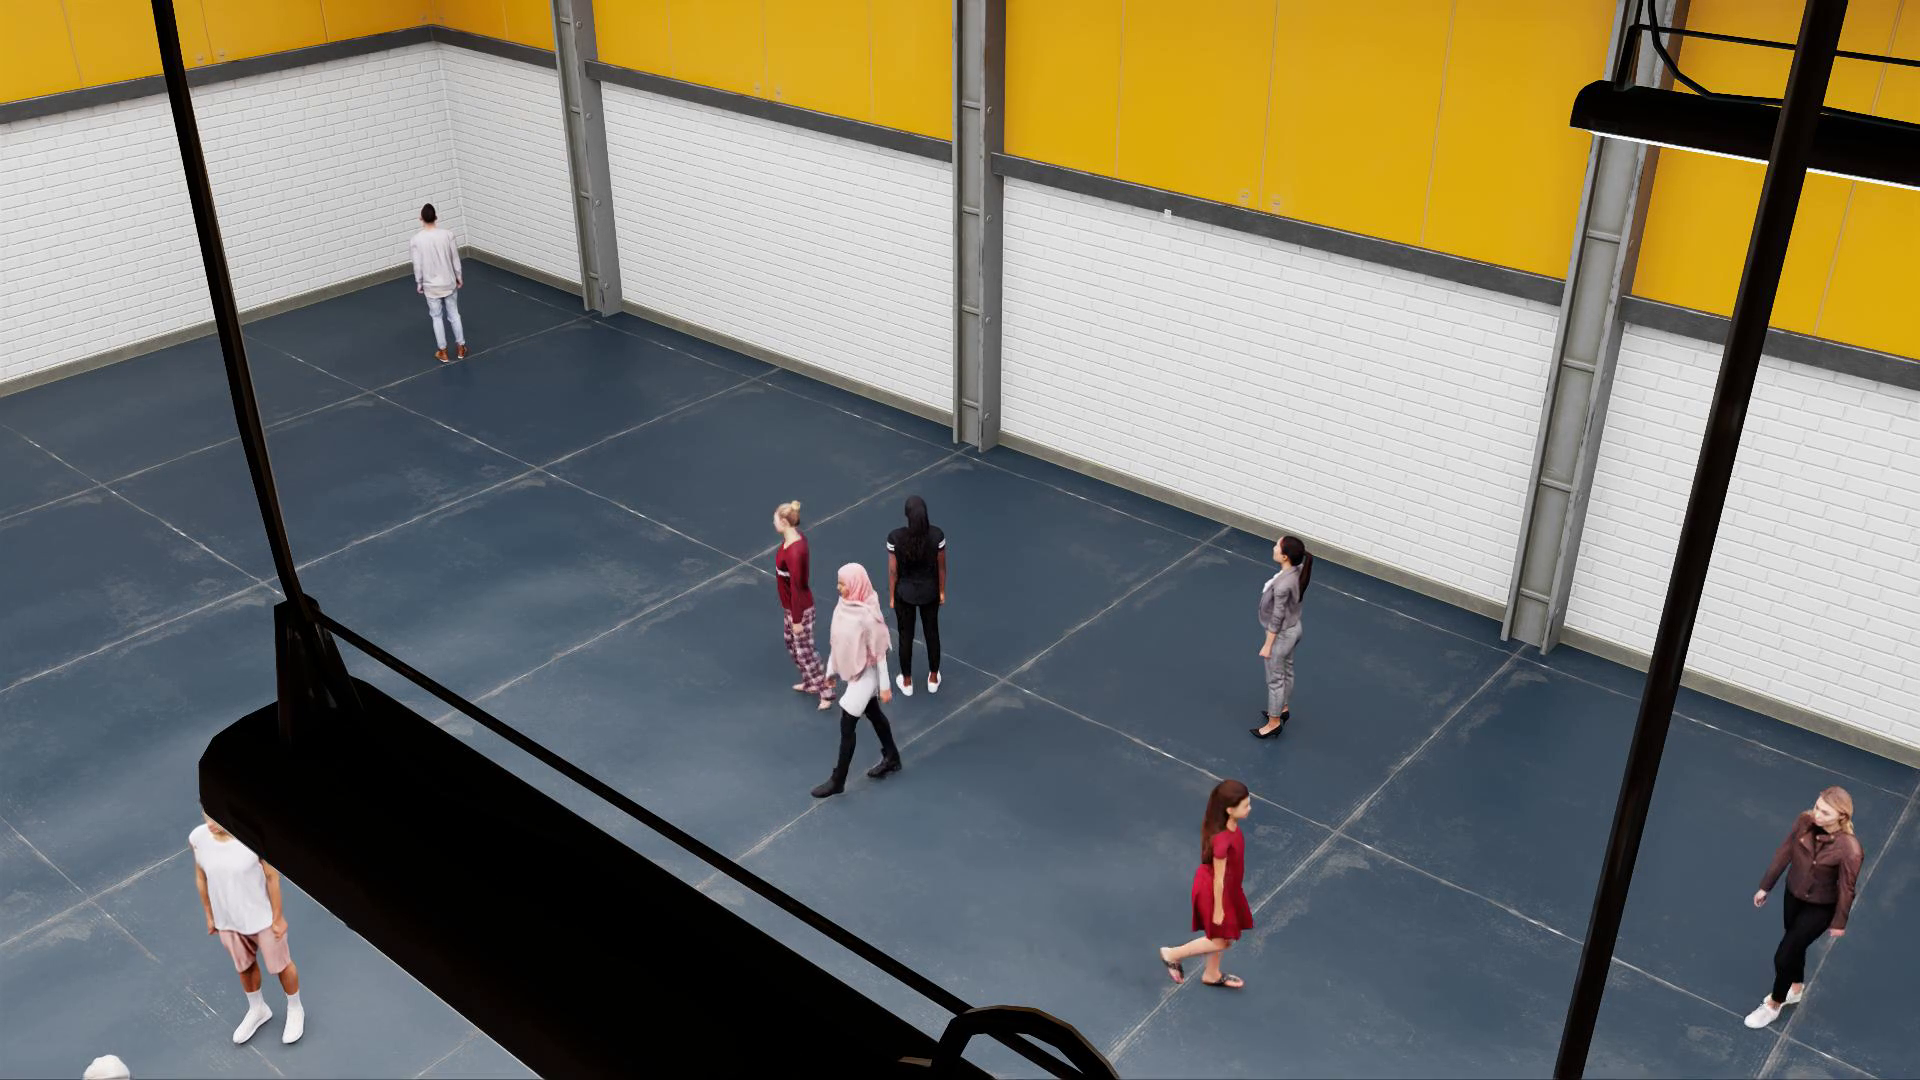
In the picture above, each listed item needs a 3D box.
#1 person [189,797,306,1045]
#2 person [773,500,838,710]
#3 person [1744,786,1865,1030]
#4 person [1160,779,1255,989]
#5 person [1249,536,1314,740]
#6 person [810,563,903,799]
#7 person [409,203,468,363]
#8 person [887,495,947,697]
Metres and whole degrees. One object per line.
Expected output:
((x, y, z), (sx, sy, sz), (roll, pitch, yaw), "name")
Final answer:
((-4.114, 2.143, 9.626), (0.703, 1.789, 0.790), (2, 29, 3), "person")
((-1.203, 0.504, 12.752), (0.885, 1.672, 0.804), (-8, 30, -15), "person")
((5.060, 2.117, 9.785), (0.861, 1.681, 0.813), (-7, 29, -13), "person")
((1.478, 2.089, 9.982), (0.867, 1.542, 0.734), (7, 29, 12), "person")
((2.395, 0.718, 12.354), (0.637, 1.678, 0.657), (16, 32, 26), "person")
((-0.617, 0.945, 11.839), (0.903, 1.772, 1.019), (-16, 32, -27), "person")
((-5.904, -2.930, 18.871), (0.762, 1.841, 0.722), (-13, 31, -23), "person")
((-0.330, 0.416, 12.857), (0.723, 1.726, 0.773), (-5, 29, -9), "person")
